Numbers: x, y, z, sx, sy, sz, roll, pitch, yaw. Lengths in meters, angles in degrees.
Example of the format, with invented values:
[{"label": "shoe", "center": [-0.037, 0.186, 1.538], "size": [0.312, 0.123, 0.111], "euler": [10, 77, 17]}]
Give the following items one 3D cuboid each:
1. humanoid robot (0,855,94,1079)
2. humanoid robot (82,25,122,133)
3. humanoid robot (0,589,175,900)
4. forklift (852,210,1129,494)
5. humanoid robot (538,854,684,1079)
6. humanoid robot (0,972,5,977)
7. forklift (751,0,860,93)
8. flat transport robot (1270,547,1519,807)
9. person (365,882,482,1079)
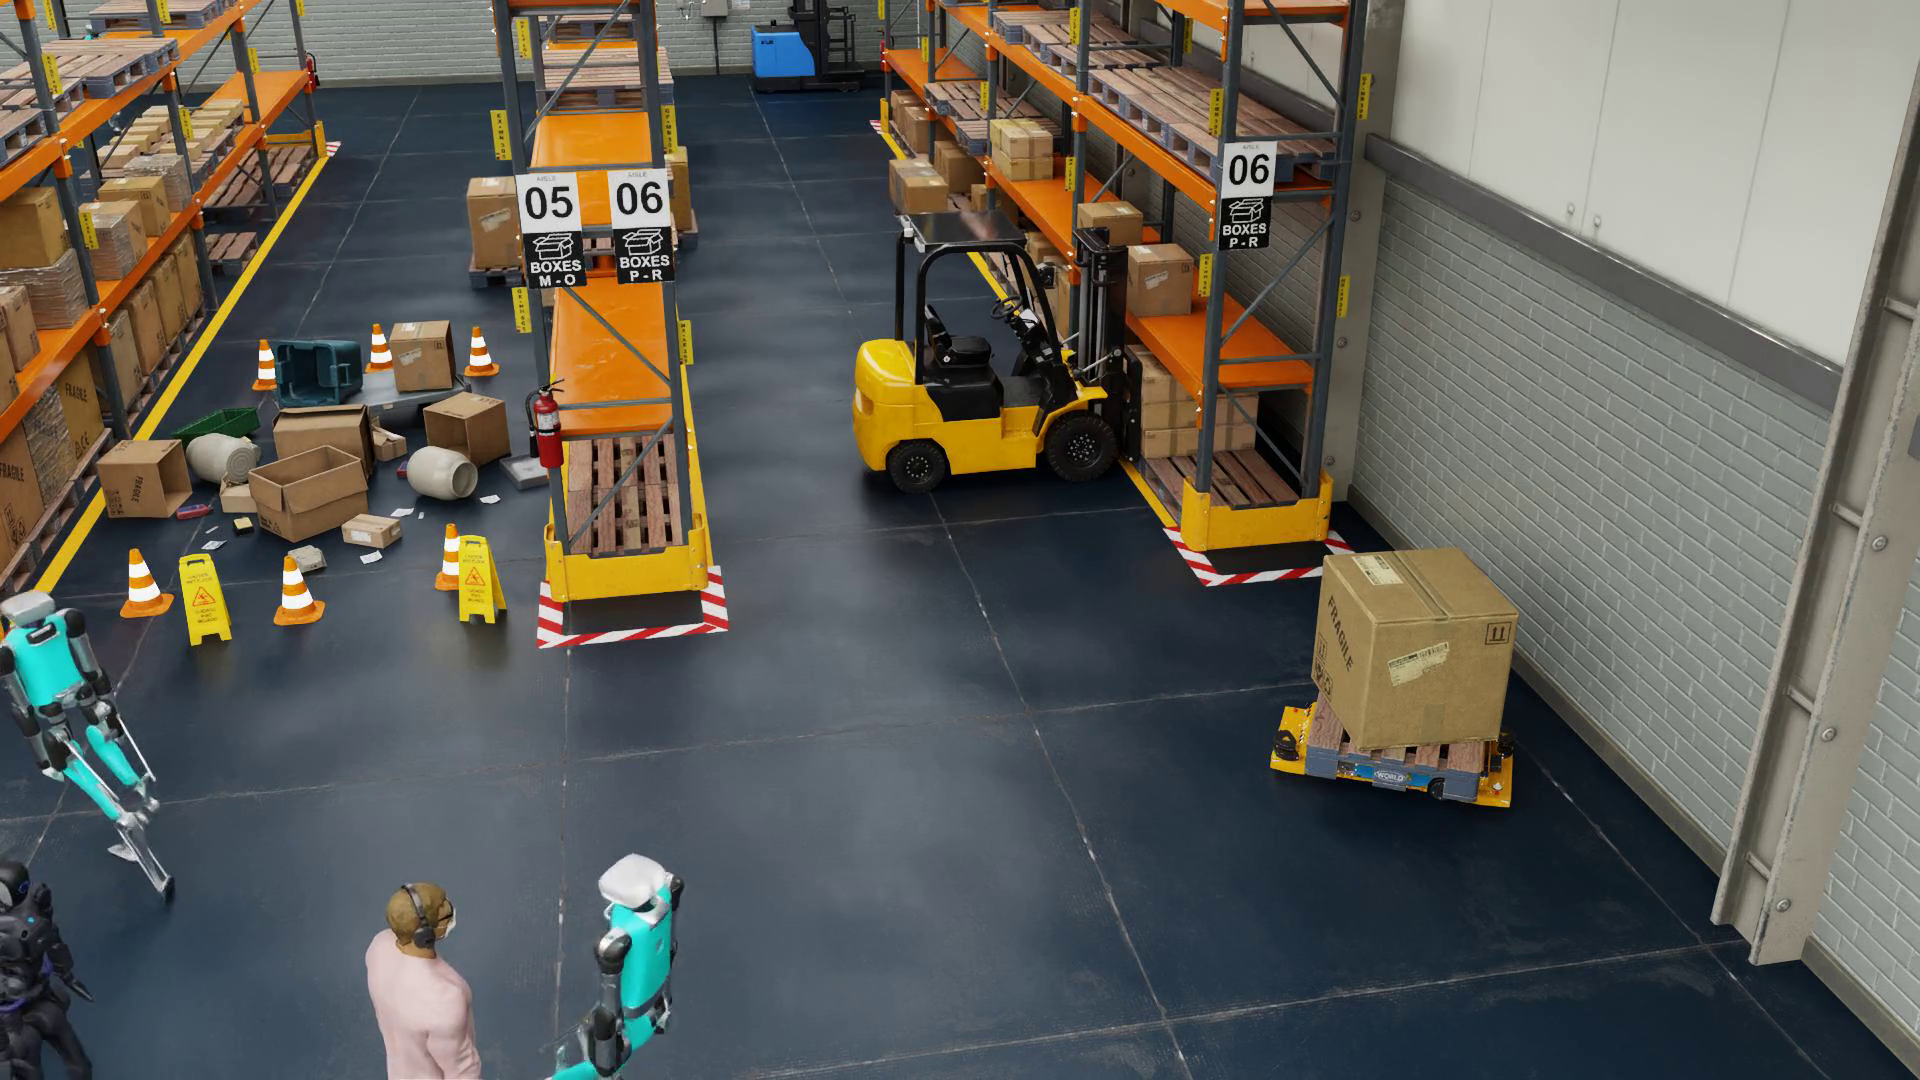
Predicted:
[{"label": "humanoid robot", "center": [-4.040, 2.054, 7.228], "size": [0.310, 1.646, 0.610], "euler": [2, 26, 5]}, {"label": "humanoid robot", "center": [-13.754, -7.383, 26.802], "size": [0.554, 1.736, 1.037], "euler": [-21, 33, -37]}, {"label": "humanoid robot", "center": [-4.648, 1.180, 9.056], "size": [0.914, 1.826, 0.569], "euler": [14, 29, 26]}, {"label": "forklift", "center": [0.216, -1.659, 14.366], "size": [2.313, 2.155, 1.214], "euler": [-5, 26, -10]}, {"label": "humanoid robot", "center": [-1.580, 2.069, 7.167], "size": [0.822, 1.784, 0.542], "euler": [10, 27, 20]}, {"label": "humanoid robot", "center": [-5.185, 1.536, 8.328], "size": [0.491, 1.640, 0.600], "euler": [-2, 26, -4]}, {"label": "forklift", "center": [-2.872, -9.679, 30.288], "size": [1.873, 2.768, 1.129], "euler": [-5, 26, -10]}, {"label": "flat transport robot", "center": [2.709, 1.312, 10.398], "size": [1.431, 0.231, 0.659], "euler": [8, 27, 16]}, {"label": "person", "center": [-2.079, 2.181, 6.660], "size": [0.378, 1.940, 0.628], "euler": [-22, 33, -38]}]
